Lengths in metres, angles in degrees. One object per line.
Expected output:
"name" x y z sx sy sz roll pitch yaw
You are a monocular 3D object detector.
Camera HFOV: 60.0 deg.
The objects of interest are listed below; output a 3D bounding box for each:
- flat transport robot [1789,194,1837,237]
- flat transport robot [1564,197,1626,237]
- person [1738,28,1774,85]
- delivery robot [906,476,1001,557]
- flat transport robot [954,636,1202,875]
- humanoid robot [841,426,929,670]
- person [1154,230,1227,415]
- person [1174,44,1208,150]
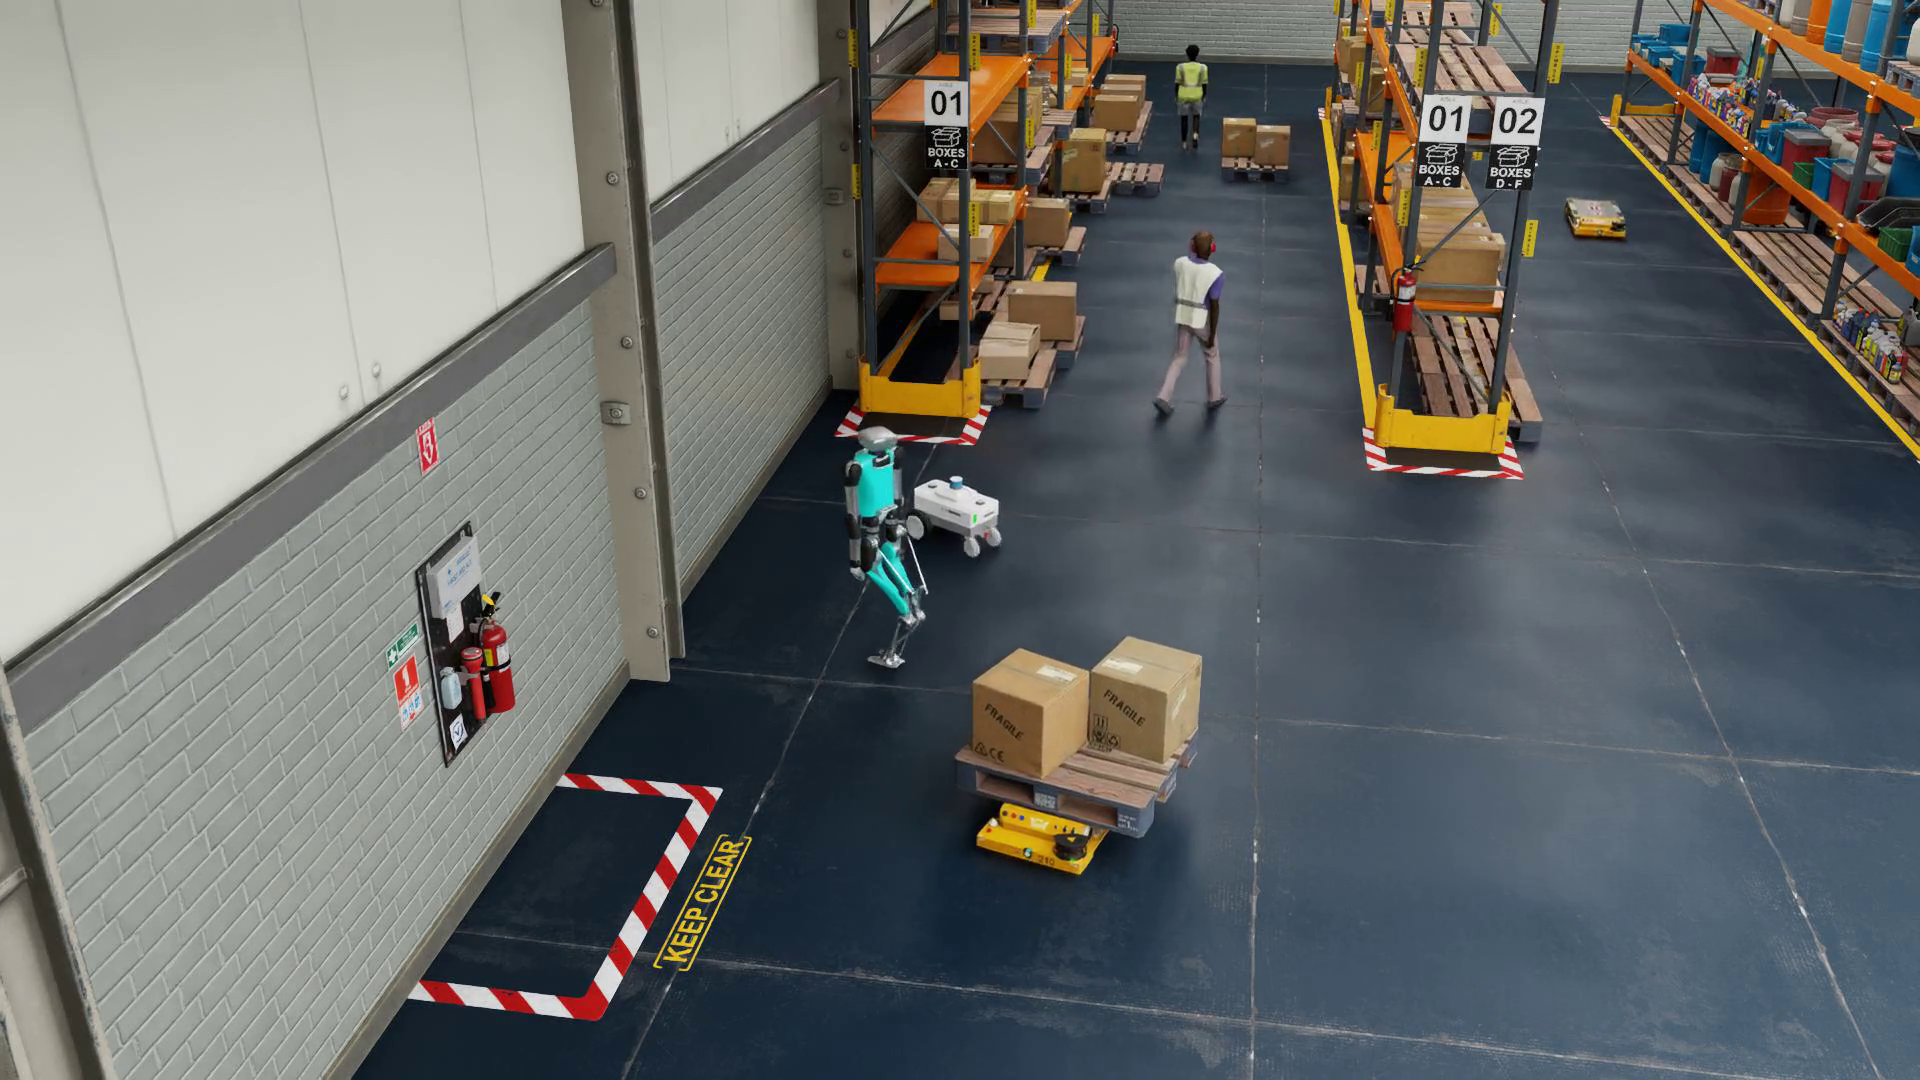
"flat transport robot" 12.052 -4.370 22.711 0.659 0.231 1.431 4 25 9
"flat transport robot" 8.714 -4.434 22.848 0.659 0.231 1.431 6 26 12
"person" 15.639 -9.680 32.388 0.941 1.685 0.582 -15 29 -28
"delivery robot" -0.041 -0.226 13.507 0.802 0.598 0.499 20 32 36
"flat transport robot" 0.697 1.508 10.131 0.659 0.231 1.431 12 27 23
"humanoid robot" -0.422 0.118 11.332 0.680 1.767 0.537 21 32 37
"person" 2.254 -2.089 16.028 0.554 1.796 0.869 18 31 34
"person" 3.753 -7.216 27.119 0.536 1.688 0.388 2 25 4
